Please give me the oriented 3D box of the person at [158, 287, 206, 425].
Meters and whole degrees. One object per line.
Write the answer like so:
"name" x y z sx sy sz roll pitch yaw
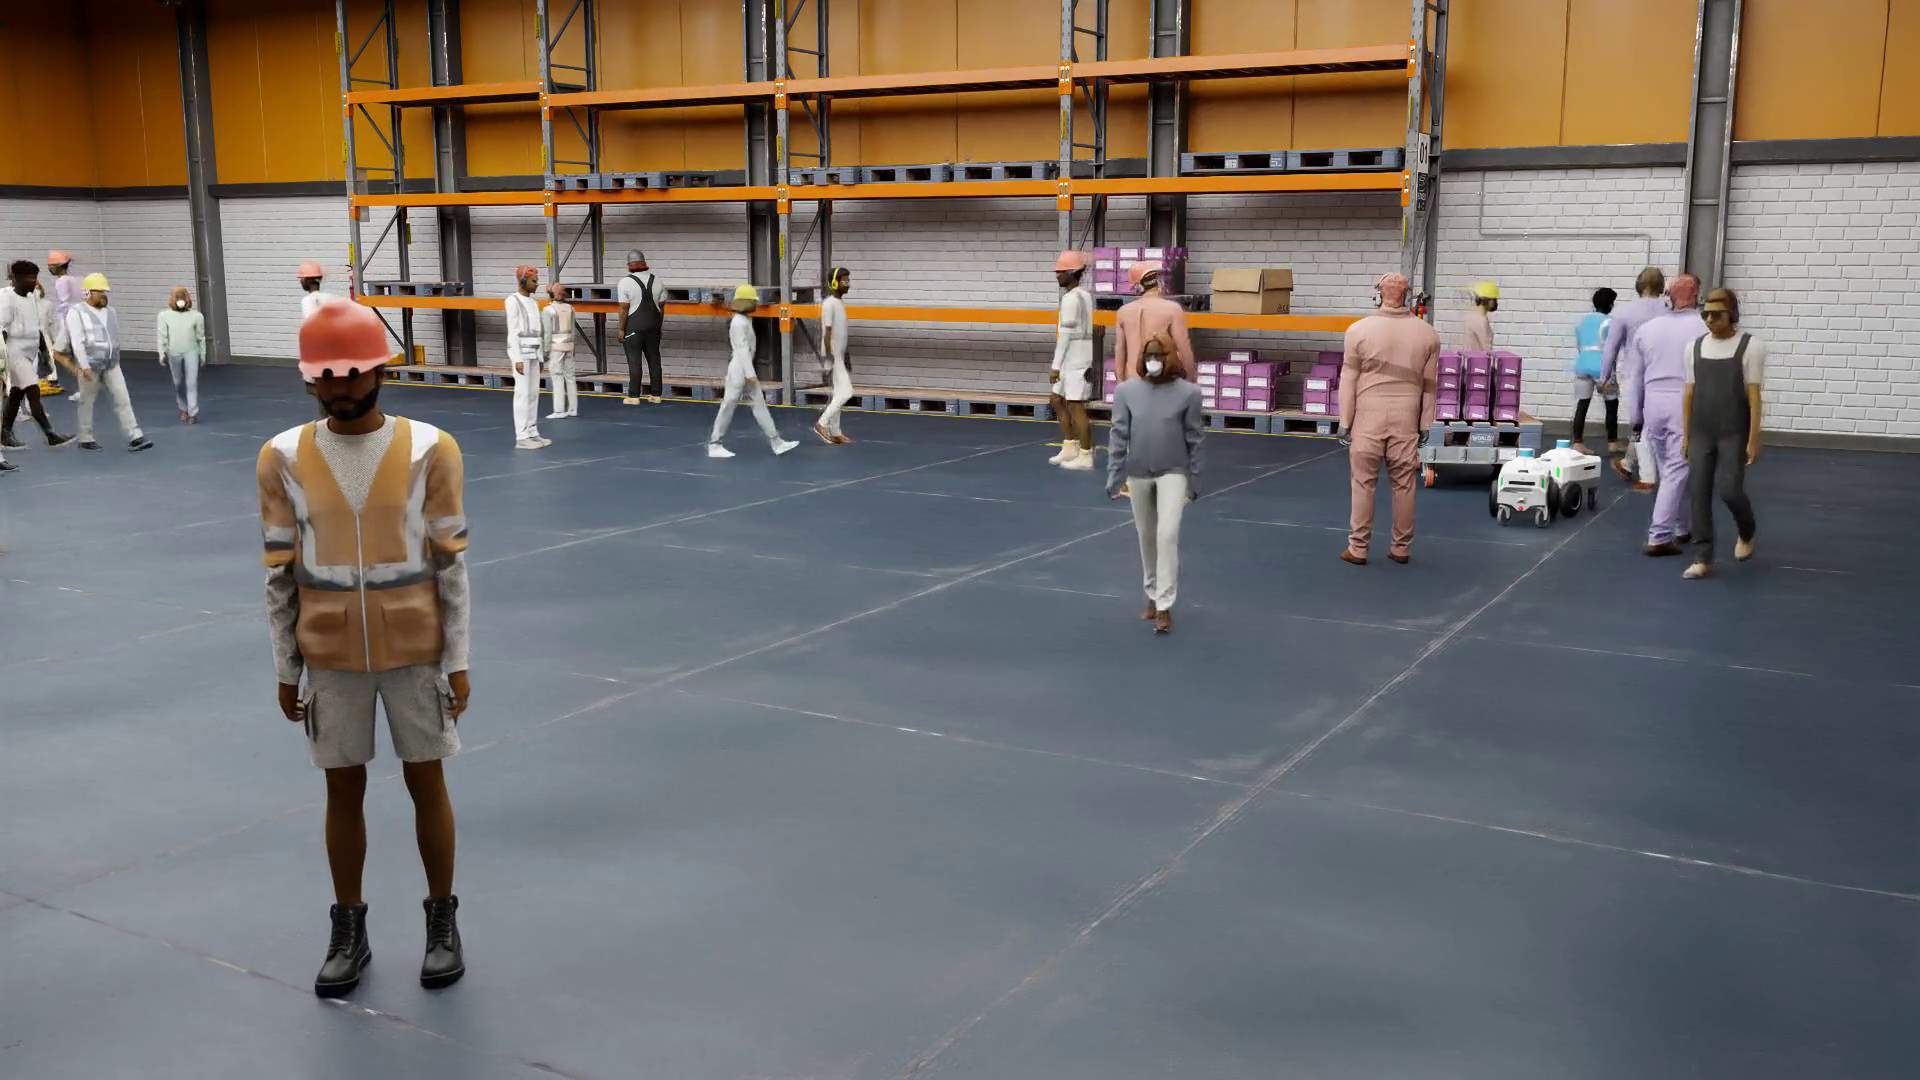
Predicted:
"person" -9.136 -2.178 19.566 0.507 1.606 0.799 -3 11 -19

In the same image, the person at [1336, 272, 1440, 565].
"person" 2.768 -0.781 10.837 0.646 1.900 0.403 -1 10 -6

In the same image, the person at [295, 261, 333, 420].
"person" -6.804 -2.028 17.836 0.598 1.918 0.556 1 10 7

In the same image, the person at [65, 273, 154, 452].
"person" -8.539 -1.753 16.621 0.888 1.793 0.599 5 11 25

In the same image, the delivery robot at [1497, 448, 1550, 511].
"delivery robot" 4.217 -0.441 12.435 0.477 0.478 0.707 4 11 21

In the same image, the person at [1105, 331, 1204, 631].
"person" 1.040 -0.317 9.020 0.500 1.605 0.740 4 11 21

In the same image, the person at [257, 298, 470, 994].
"person" -1.621 0.307 4.576 0.541 1.930 0.383 -2 10 -12

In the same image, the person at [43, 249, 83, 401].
"person" -11.852 -2.839 22.124 0.490 2.027 0.607 -1 10 -6

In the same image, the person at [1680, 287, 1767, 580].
"person" 4.787 -0.668 10.418 0.603 1.820 0.521 -10 14 -43

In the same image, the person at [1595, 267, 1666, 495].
"person" 5.770 -1.366 14.159 0.640 1.882 1.037 -1 10 -6

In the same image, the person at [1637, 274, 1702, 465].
"person" 6.785 -1.599 15.724 0.915 1.789 0.604 -5 11 -24

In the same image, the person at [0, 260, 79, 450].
"person" -9.390 -1.859 16.859 0.958 1.915 0.632 -1 10 -3

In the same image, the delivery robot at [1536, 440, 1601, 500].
"delivery robot" 4.701 -0.539 12.987 0.707 0.478 0.477 -9 13 -41

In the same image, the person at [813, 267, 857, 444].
"person" -1.249 -1.906 17.336 0.378 1.856 0.511 1 10 6

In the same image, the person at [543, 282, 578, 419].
"person" -4.809 -2.271 19.991 0.310 1.638 0.522 5 11 28

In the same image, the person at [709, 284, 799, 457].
"person" -2.064 -1.646 16.282 0.907 1.688 0.508 0 10 1

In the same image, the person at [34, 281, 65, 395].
"person" -12.798 -2.792 23.095 0.835 1.587 0.513 9 13 42

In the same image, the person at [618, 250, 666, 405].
"person" -4.230 -2.804 21.871 0.674 2.000 0.535 -8 13 -40

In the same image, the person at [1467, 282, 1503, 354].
"person" 5.072 -1.599 15.944 0.907 1.718 0.534 3 10 16

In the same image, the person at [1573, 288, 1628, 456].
"person" 6.341 -1.651 16.426 0.737 1.649 0.565 -6 12 -31

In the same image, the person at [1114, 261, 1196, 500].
"person" 1.607 -1.292 13.615 0.778 1.950 0.362 9 13 42

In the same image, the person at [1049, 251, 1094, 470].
"person" 0.988 -1.647 15.386 0.627 2.022 0.611 2 10 12

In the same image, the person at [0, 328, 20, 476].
"person" -8.815 -1.491 15.033 0.404 1.829 0.600 -1 10 -4

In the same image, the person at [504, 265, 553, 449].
"person" -4.440 -1.880 17.114 0.384 1.880 0.577 2 10 13

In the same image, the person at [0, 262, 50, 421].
"person" -11.157 -2.357 19.789 0.337 1.881 0.585 3 11 18

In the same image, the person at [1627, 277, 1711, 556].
"person" 4.948 -0.842 11.282 0.963 1.847 0.674 -7 12 -36

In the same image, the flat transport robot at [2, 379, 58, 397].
"flat transport robot" -13.290 -2.115 22.980 1.431 0.197 0.652 1 10 6
